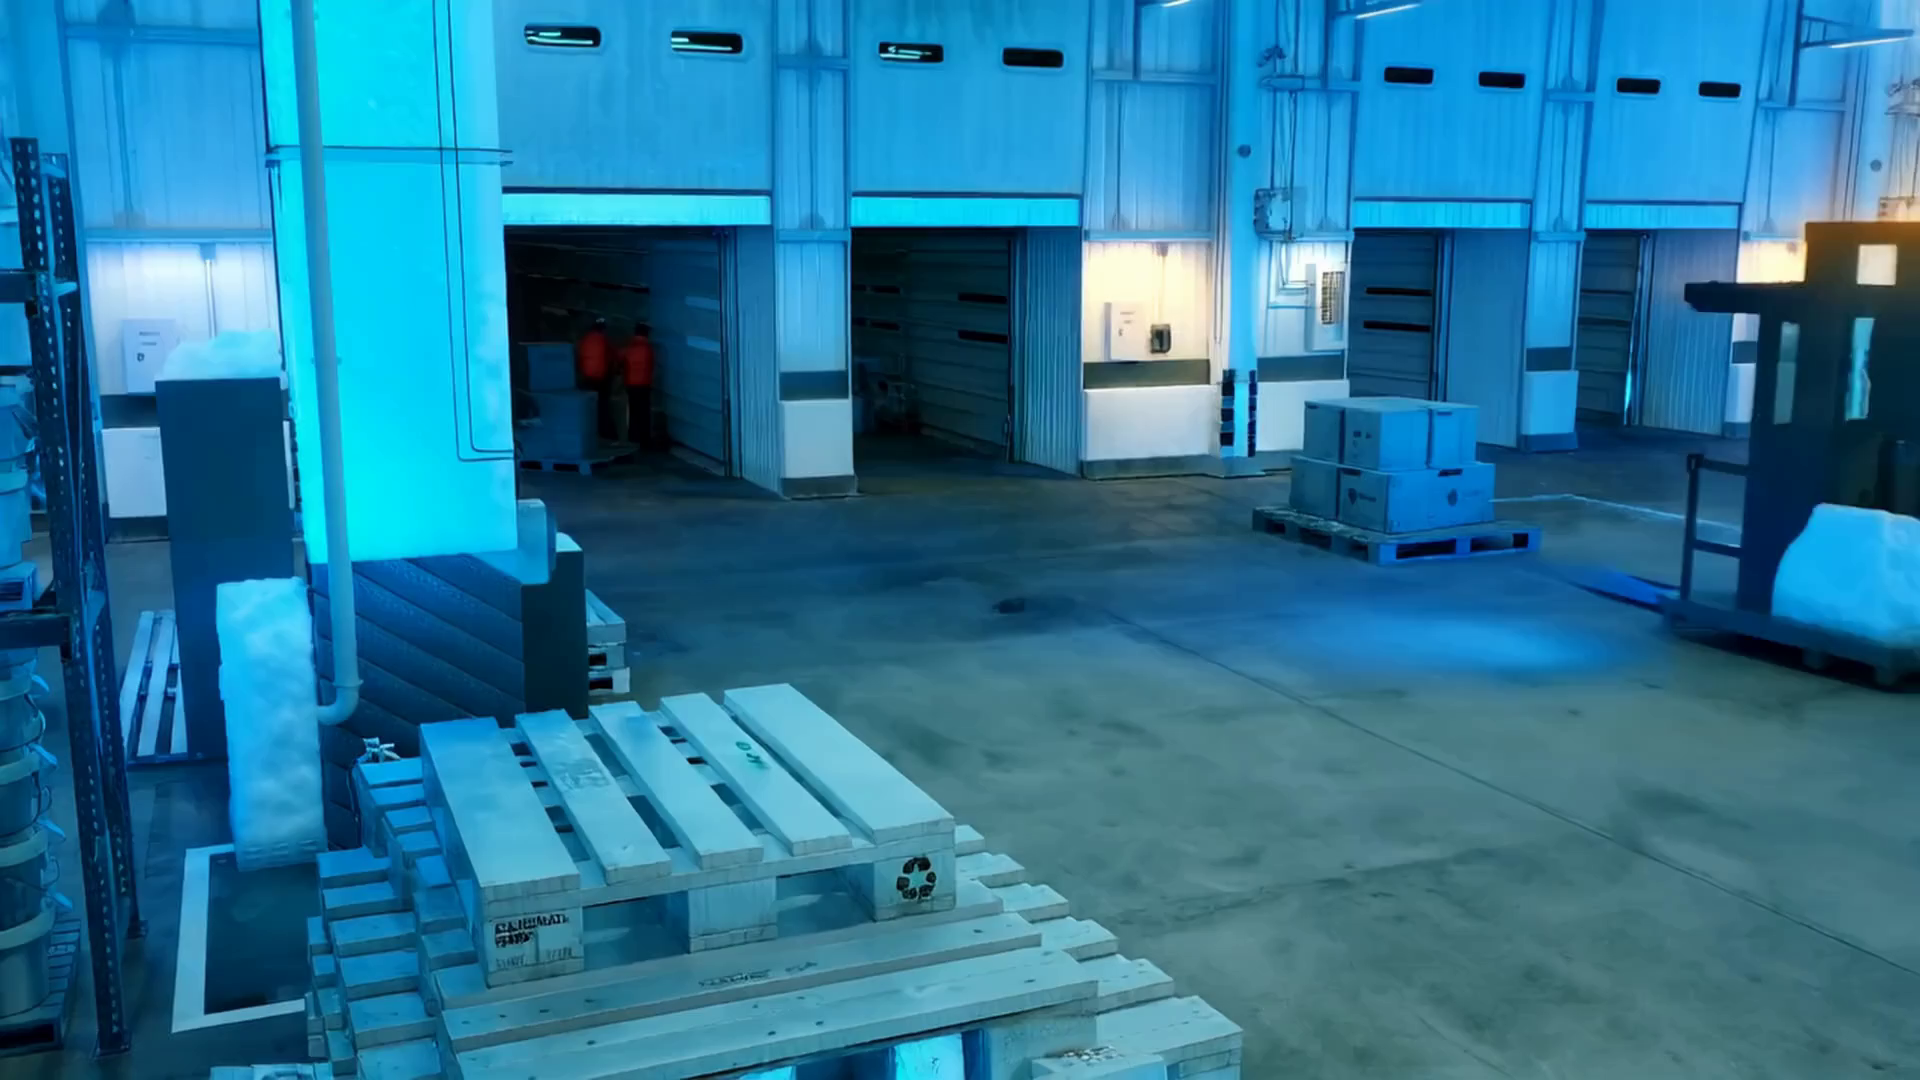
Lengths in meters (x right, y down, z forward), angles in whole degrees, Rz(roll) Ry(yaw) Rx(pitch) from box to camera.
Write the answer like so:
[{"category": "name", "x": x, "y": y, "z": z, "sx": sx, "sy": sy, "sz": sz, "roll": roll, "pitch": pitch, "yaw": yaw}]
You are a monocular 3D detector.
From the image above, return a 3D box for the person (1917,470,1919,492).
[{"category": "person", "x": 9.170, "y": -0.971, "z": 15.803, "sx": 0.391, "sy": 1.686, "sz": 0.567, "roll": 3, "pitch": 11, "yaw": 16}]

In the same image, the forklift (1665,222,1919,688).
[{"category": "forklift", "x": 5.764, "y": -0.627, "z": 10.644, "sx": 1.129, "sy": 2.768, "sz": 1.873, "roll": -4, "pitch": 11, "yaw": -23}]
